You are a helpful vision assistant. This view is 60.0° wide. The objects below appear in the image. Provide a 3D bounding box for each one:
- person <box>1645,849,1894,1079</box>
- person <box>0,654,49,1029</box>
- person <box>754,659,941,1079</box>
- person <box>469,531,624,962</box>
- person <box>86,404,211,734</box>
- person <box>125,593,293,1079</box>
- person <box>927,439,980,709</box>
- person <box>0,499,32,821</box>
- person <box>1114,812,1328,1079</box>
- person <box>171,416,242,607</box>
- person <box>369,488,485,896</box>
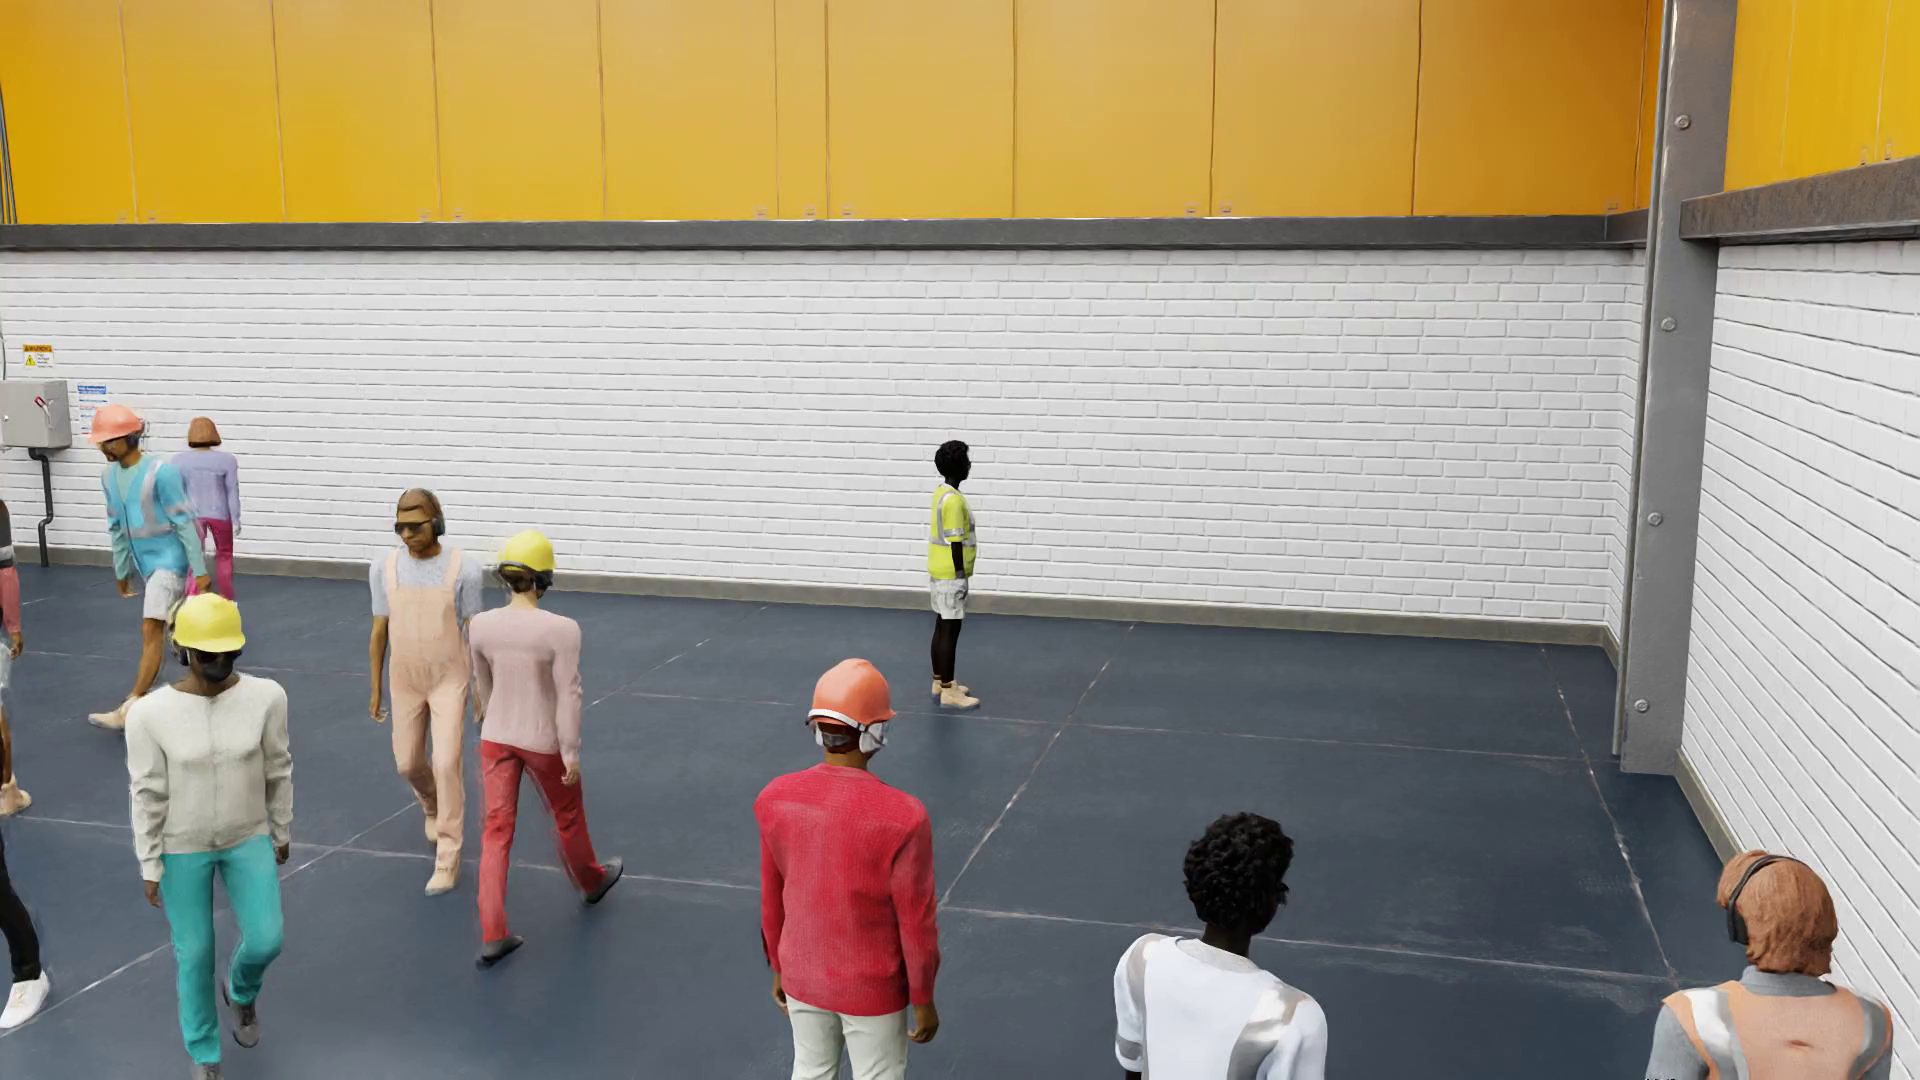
[{"bbox_3d":[1.647,1.448,3.454,0.528,1.630,0.314,-1,10,-6],"label":"person"},{"bbox_3d":[-3.554,0.953,5.836,0.504,1.826,0.975,-1,10,-6],"label":"person"},{"bbox_3d":[-0.294,1.192,4.631,0.570,1.742,0.354,6,11,31],"label":"person"},{"bbox_3d":[-1.757,0.812,6.929,0.530,1.717,0.908,2,10,13],"label":"person"},{"bbox_3d":[-4.924,0.163,10.043,0.630,1.967,1.001,6,11,31],"label":"person"},{"bbox_3d":[-2.504,1.025,5.605,0.519,1.755,0.461,-7,12,-34],"label":"person"},{"bbox_3d":[-0.045,0.211,10.540,0.316,1.697,0.540,-2,10,-11],"label":"person"},{"bbox_3d":[-5.018,0.417,8.306,0.605,2.045,0.376,-4,10,-21],"label":"person"},{"bbox_3d":[0.548,1.405,3.540,0.319,1.687,0.539,-9,13,-42],"label":"person"},{"bbox_3d":[-5.930,-0.173,13.089,0.510,1.606,0.760,-2,10,-12],"label":"person"},{"bbox_3d":[-2.430,0.643,7.640,0.525,1.816,0.769,0,10,-2],"label":"person"}]
